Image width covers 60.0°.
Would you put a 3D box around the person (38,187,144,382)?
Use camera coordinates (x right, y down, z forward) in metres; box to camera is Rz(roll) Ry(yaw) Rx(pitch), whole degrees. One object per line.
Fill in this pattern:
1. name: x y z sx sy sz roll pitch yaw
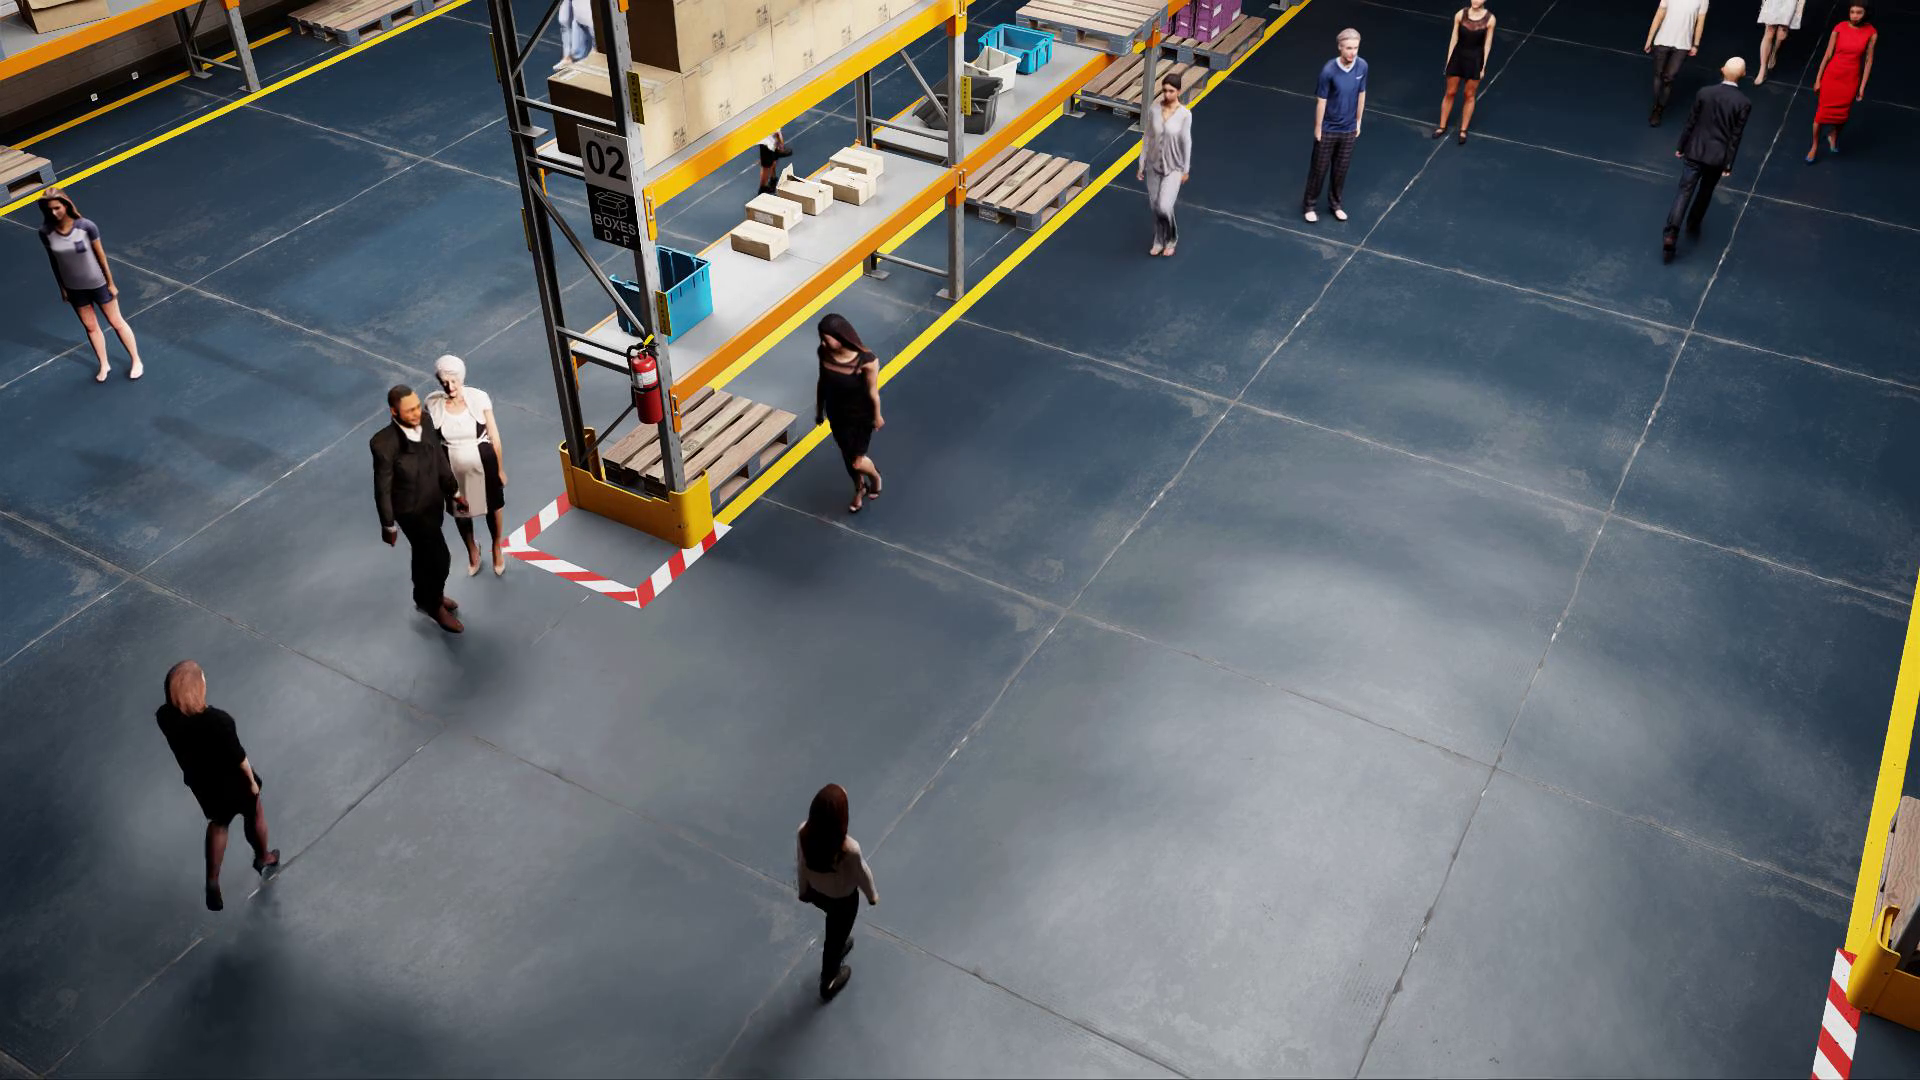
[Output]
1. person: -7.021 -2.068 13.401 0.679 1.726 0.720 -5 39 -6

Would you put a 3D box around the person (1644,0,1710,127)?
1. person: 7.490 -5.235 17.380 0.701 1.709 0.755 27 46 30

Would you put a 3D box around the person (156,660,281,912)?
1. person: -4.095 1.378 9.116 0.781 1.687 0.951 5 39 7

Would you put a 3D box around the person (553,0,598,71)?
1. person: -4.199 -6.145 18.476 0.624 1.764 0.919 23 44 26

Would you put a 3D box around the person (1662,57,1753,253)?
1. person: 6.760 -3.456 15.104 0.730 1.770 1.166 22 44 25

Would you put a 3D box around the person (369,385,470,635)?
1. person: -3.665 -0.253 11.003 0.814 1.882 0.764 12 40 15

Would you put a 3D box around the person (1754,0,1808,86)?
1. person: 8.985 -5.850 18.104 0.638 1.766 0.777 22 44 25

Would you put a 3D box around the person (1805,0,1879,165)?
1. person: 8.765 -4.552 16.510 0.652 1.727 0.746 11 40 13

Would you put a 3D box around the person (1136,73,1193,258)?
1. person: 1.893 -3.413 15.060 0.590 1.756 0.616 21 43 24

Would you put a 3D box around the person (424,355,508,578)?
1. person: -3.359 -0.534 11.459 0.749 1.751 0.787 -4 39 -5

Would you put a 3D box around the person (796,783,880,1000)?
1. person: -0.694 1.891 8.648 0.552 1.471 0.611 23 44 26

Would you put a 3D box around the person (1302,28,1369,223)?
1. person: 3.509 -3.880 15.554 0.724 1.870 0.783 -9 40 -11

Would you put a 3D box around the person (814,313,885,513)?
1. person: -0.752 -0.932 12.005 0.668 1.693 0.691 20 43 23

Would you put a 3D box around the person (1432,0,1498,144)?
1. person: 5.179 -4.882 16.965 0.588 1.674 0.578 16 41 19
